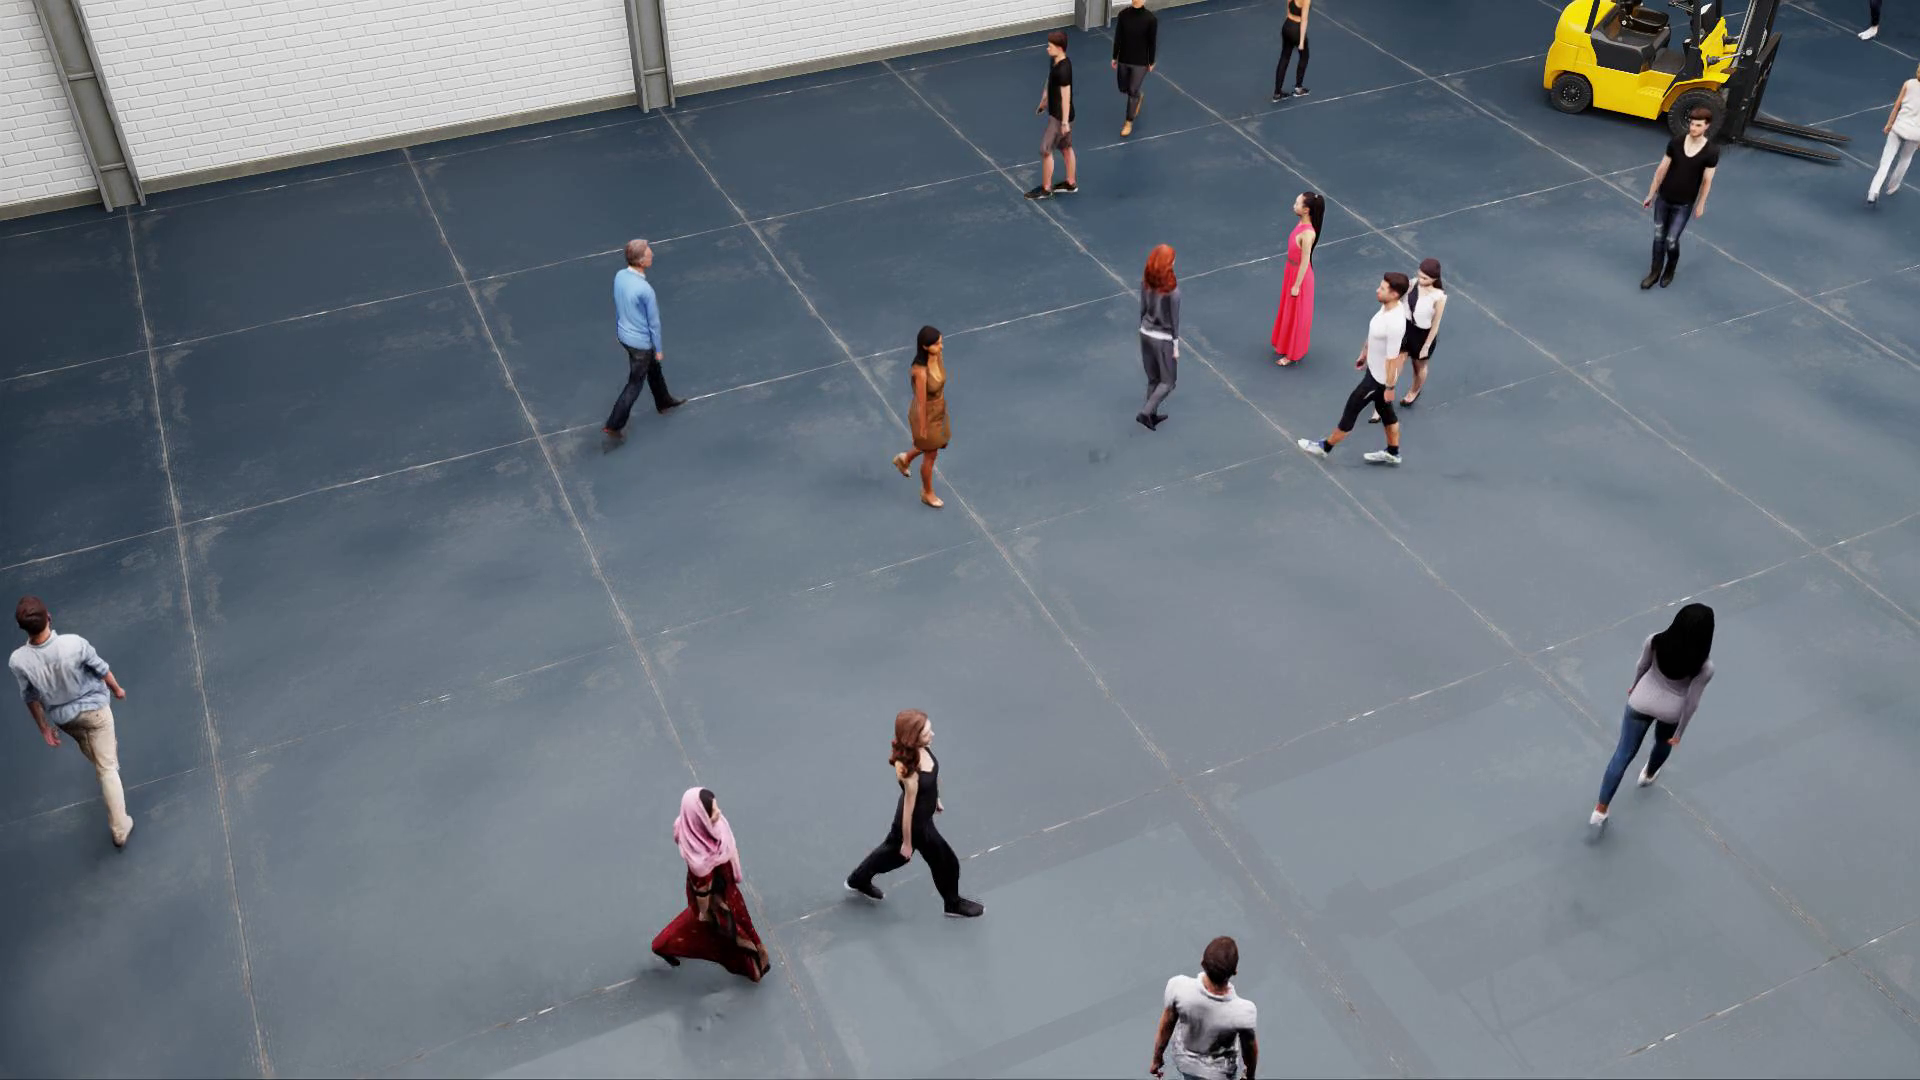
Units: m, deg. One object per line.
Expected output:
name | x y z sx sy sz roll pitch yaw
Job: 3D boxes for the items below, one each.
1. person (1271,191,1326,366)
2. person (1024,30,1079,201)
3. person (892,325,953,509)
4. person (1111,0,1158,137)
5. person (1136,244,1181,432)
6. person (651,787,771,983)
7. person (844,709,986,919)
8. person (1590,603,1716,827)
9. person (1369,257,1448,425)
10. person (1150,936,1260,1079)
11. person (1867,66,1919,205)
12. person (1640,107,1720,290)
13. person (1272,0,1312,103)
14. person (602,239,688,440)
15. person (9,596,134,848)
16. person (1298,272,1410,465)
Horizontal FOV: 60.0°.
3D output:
person | 3.078 -2.380 15.143 0.727 1.726 0.710 3 39 4
person | 1.159 -4.544 17.762 0.970 1.840 0.865 -1 39 -1
person | -0.329 -1.010 13.469 0.857 1.676 0.814 17 42 20
person | 2.020 -5.577 19.167 0.948 1.701 1.098 22 43 25
person | 1.632 -1.669 14.224 0.795 1.762 0.722 -26 45 -28
person | -1.524 2.019 9.721 1.022 1.620 0.826 -3 39 -4
person | -0.365 1.670 10.087 1.207 1.707 0.991 4 39 5
person | 4.451 1.158 10.735 0.994 1.699 1.235 24 44 27
person | 4.033 -1.784 14.490 1.043 1.611 0.818 -29 47 -31
person | 1.229 2.794 8.604 1.152 1.801 1.303 18 42 21
person | 10.015 -4.323 17.646 0.887 1.639 1.132 28 46 31
person | 7.023 -3.342 16.221 0.774 1.884 0.794 31 48 33
person | 3.903 -5.978 19.731 0.822 1.624 0.665 -26 45 -28
person | -2.830 -1.688 14.238 1.251 1.775 0.930 -31 48 -33
person | -5.618 1.181 10.627 1.199 1.798 0.867 -9 40 -12
person | 3.579 -1.385 13.823 1.241 1.819 1.101 7 39 8
